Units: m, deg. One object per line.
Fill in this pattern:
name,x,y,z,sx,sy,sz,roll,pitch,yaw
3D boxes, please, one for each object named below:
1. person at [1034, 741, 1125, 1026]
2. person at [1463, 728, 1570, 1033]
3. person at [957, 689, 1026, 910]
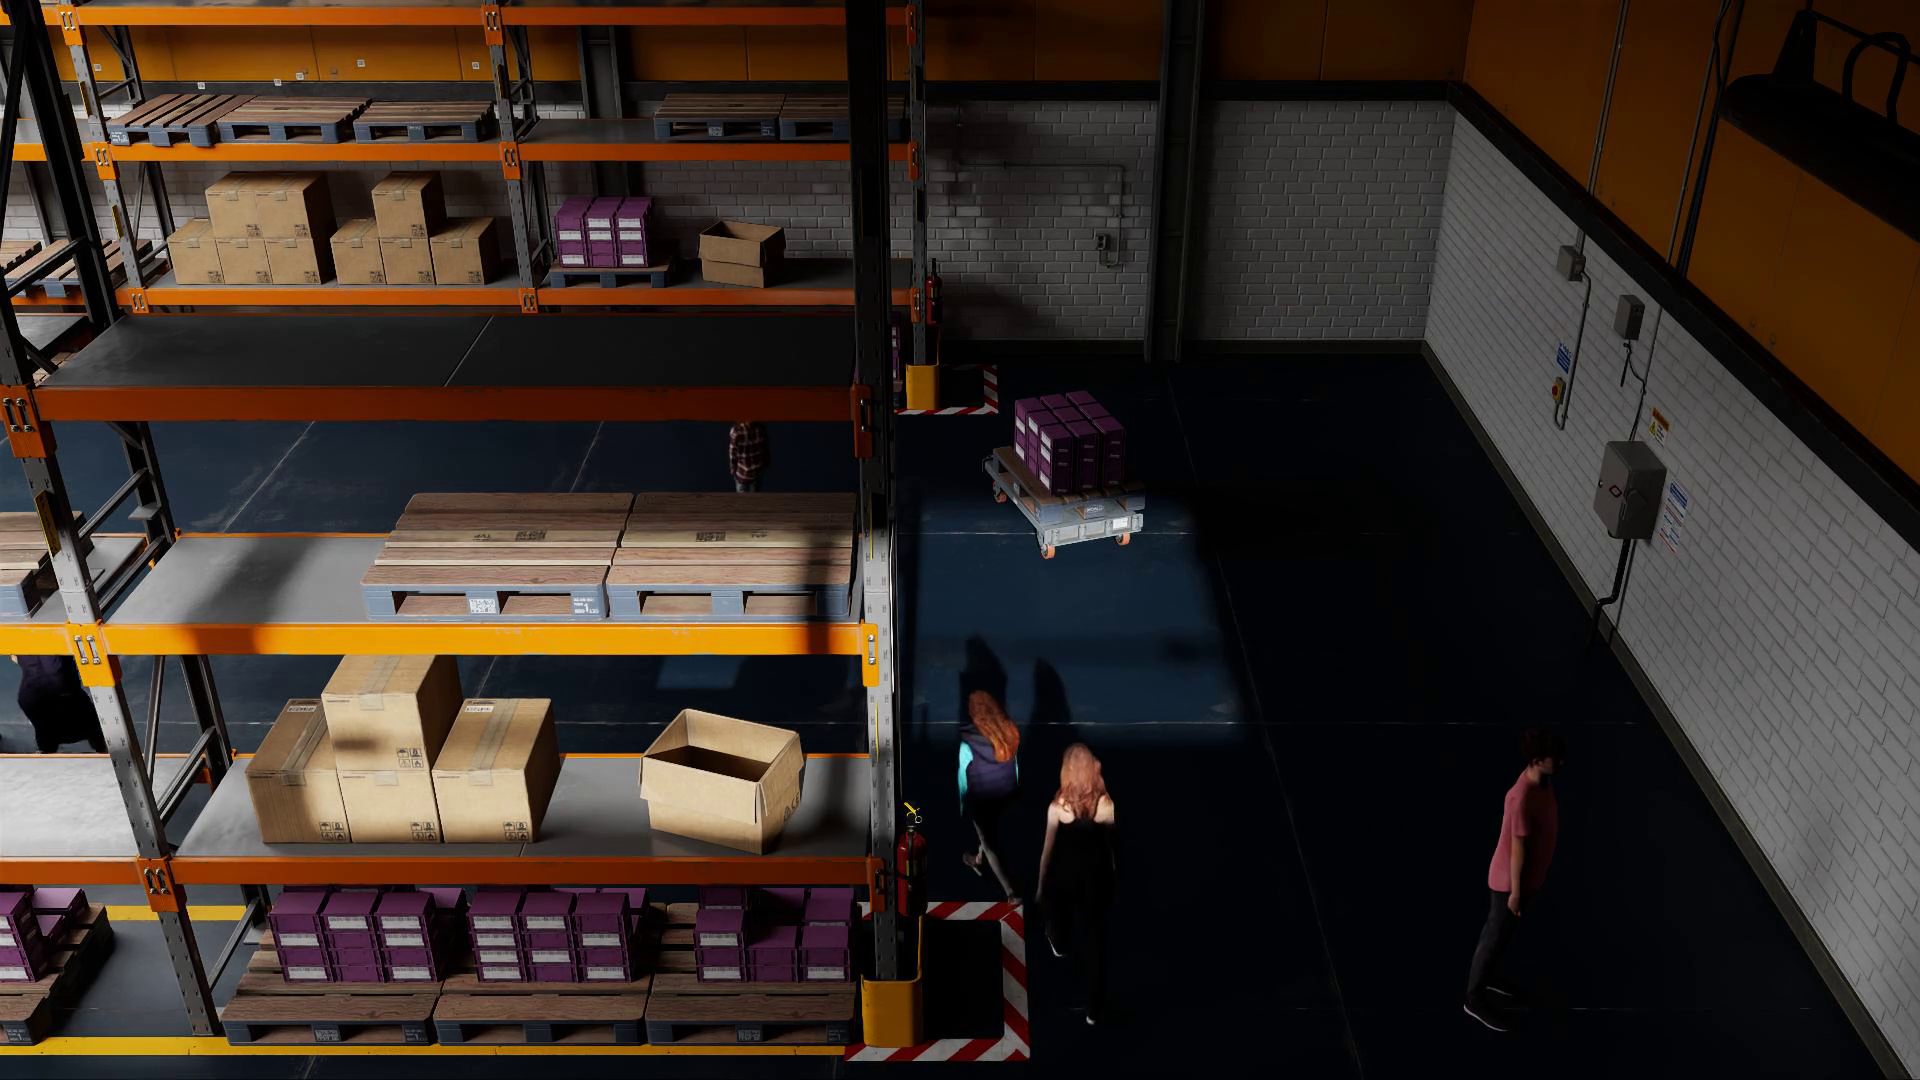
person,0.703,2.012,9.552,1.045,1.695,0.852,-2,29,-3
person,3.165,1.896,9.491,0.701,1.957,0.711,14,32,24
person,0.232,1.654,10.447,0.972,1.467,0.957,-18,33,-29
